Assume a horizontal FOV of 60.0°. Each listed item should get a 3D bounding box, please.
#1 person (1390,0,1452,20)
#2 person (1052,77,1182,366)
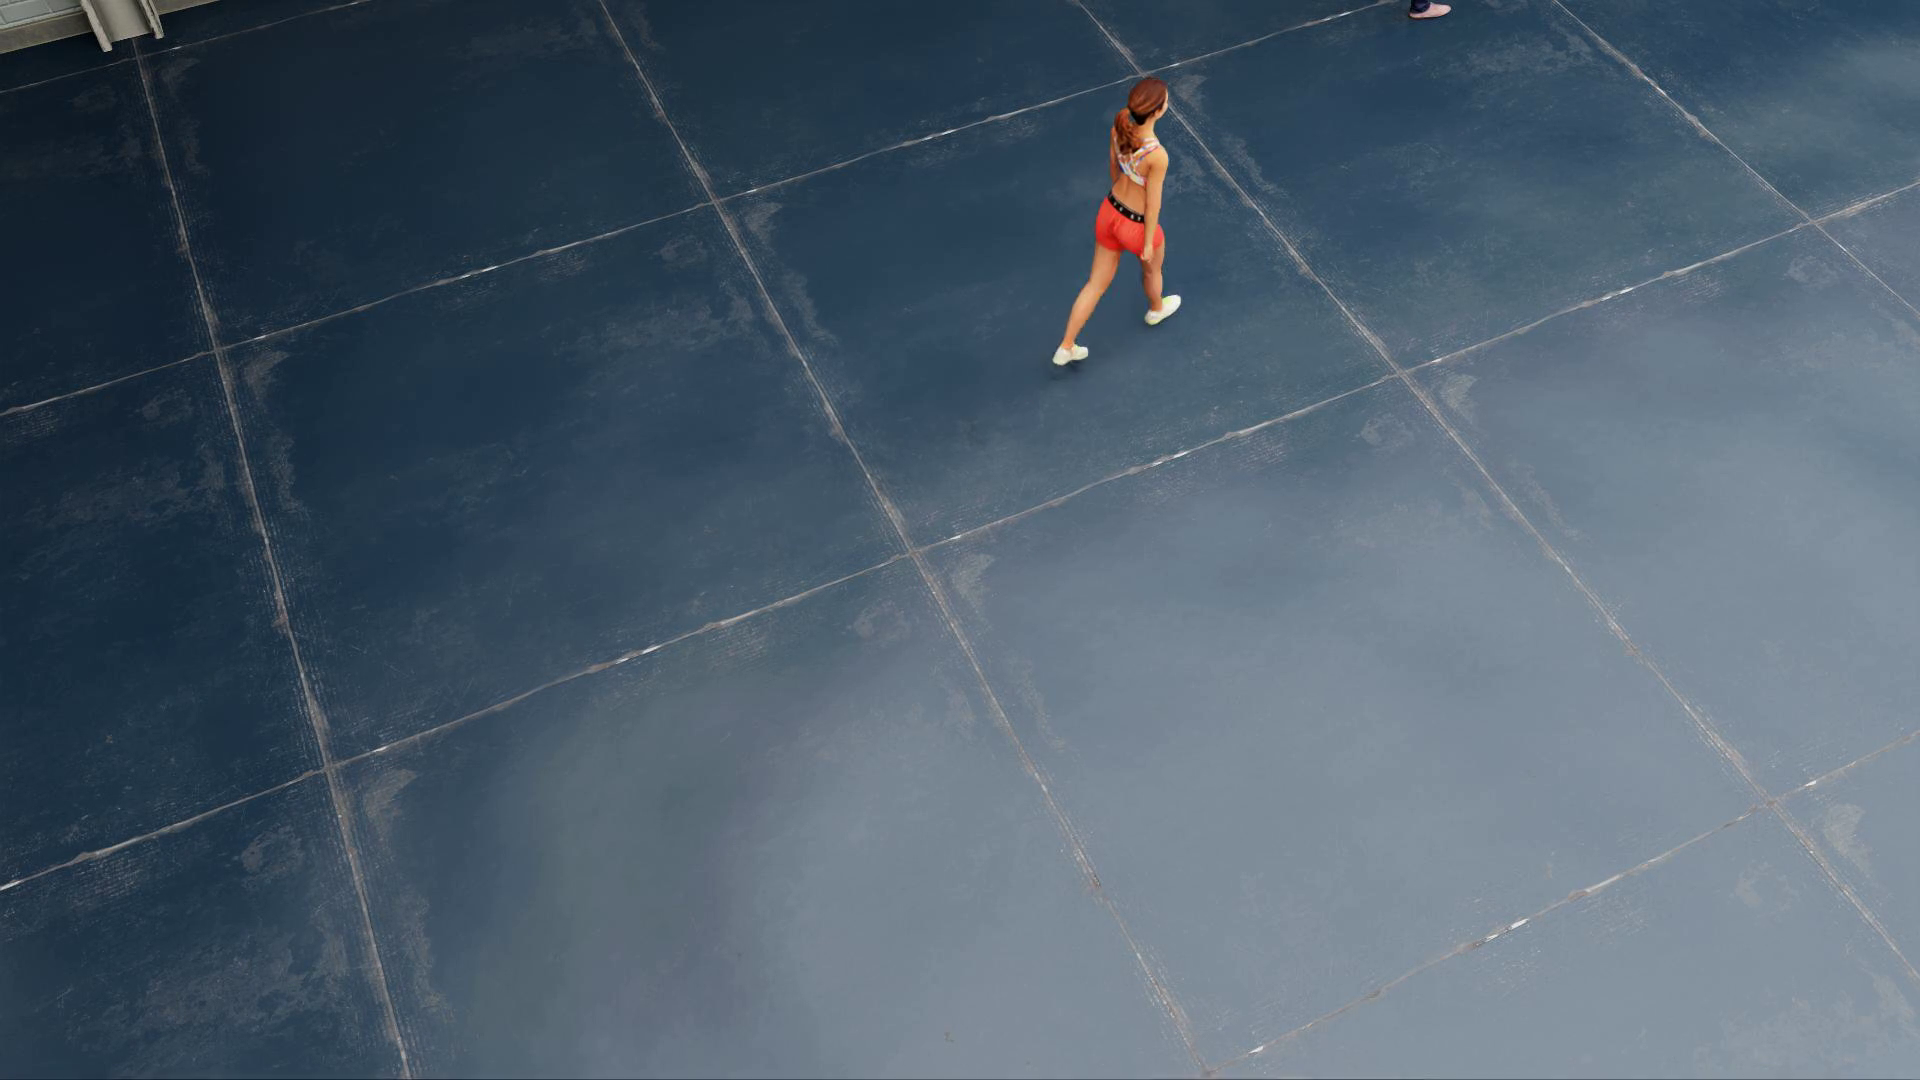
[{"bbox_3d":[3.103,-4.275,10.756,0.567,1.853,0.672,-22,55,-16],"label":"person"},{"bbox_3d":[0.816,-1.614,8.763,1.224,1.746,0.824,-33,59,-23],"label":"person"}]
